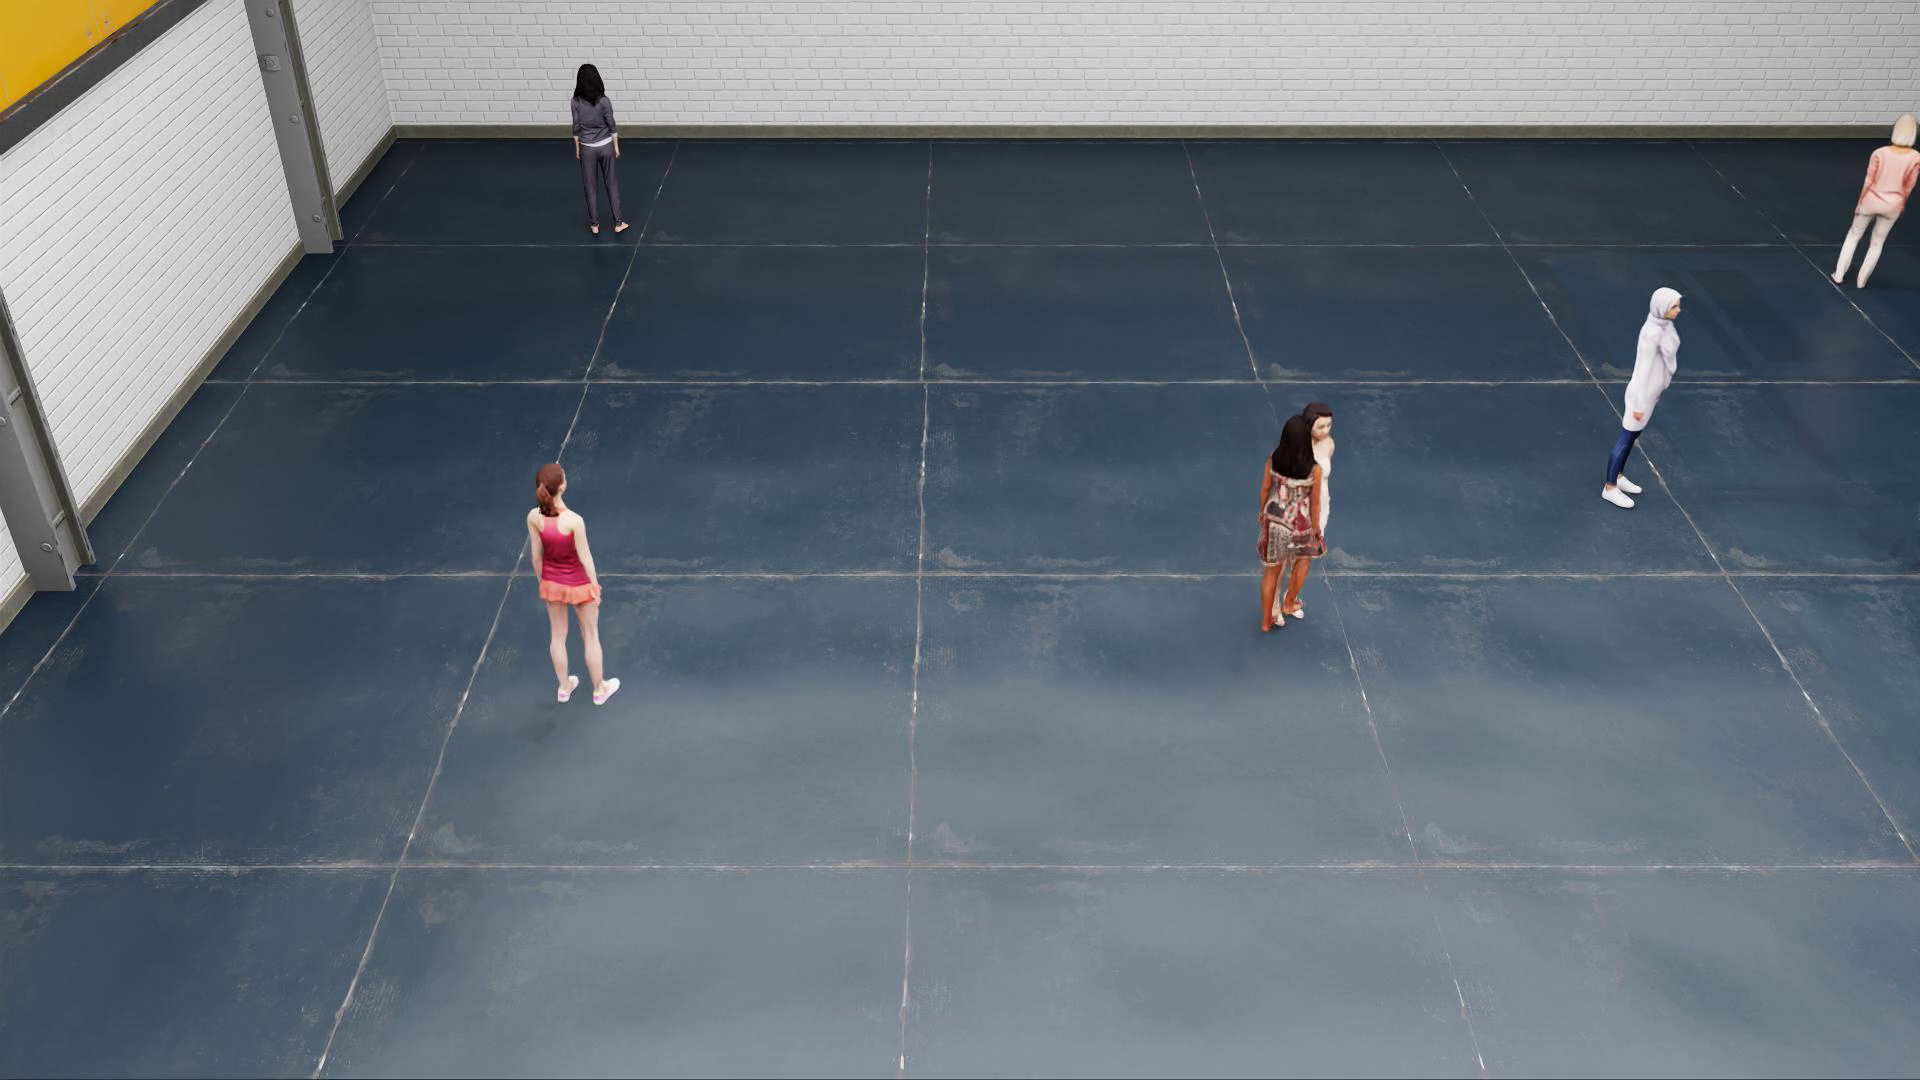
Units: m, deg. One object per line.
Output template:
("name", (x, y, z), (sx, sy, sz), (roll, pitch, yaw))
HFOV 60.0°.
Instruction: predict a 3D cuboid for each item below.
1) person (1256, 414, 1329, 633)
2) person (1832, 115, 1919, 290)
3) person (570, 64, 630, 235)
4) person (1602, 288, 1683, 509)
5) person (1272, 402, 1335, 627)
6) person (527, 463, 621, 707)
("person", (2.196, -0.065, 11.282), (0.814, 1.628, 0.877), (18, 38, 25))
("person", (8.831, -3.206, 15.921), (0.694, 1.725, 0.700), (14, 36, 20))
("person", (-3.736, -4.015, 17.102), (0.616, 1.764, 0.530), (-3, 34, -4))
("person", (5.215, -1.106, 12.715), (0.752, 1.776, 0.653), (21, 39, 29))
("person", (2.334, -0.180, 11.359), (0.664, 1.735, 0.676), (-17, 37, -24))
("person", (-2.513, 0.288, 10.642), (0.601, 1.749, 0.582), (7, 34, 10))
